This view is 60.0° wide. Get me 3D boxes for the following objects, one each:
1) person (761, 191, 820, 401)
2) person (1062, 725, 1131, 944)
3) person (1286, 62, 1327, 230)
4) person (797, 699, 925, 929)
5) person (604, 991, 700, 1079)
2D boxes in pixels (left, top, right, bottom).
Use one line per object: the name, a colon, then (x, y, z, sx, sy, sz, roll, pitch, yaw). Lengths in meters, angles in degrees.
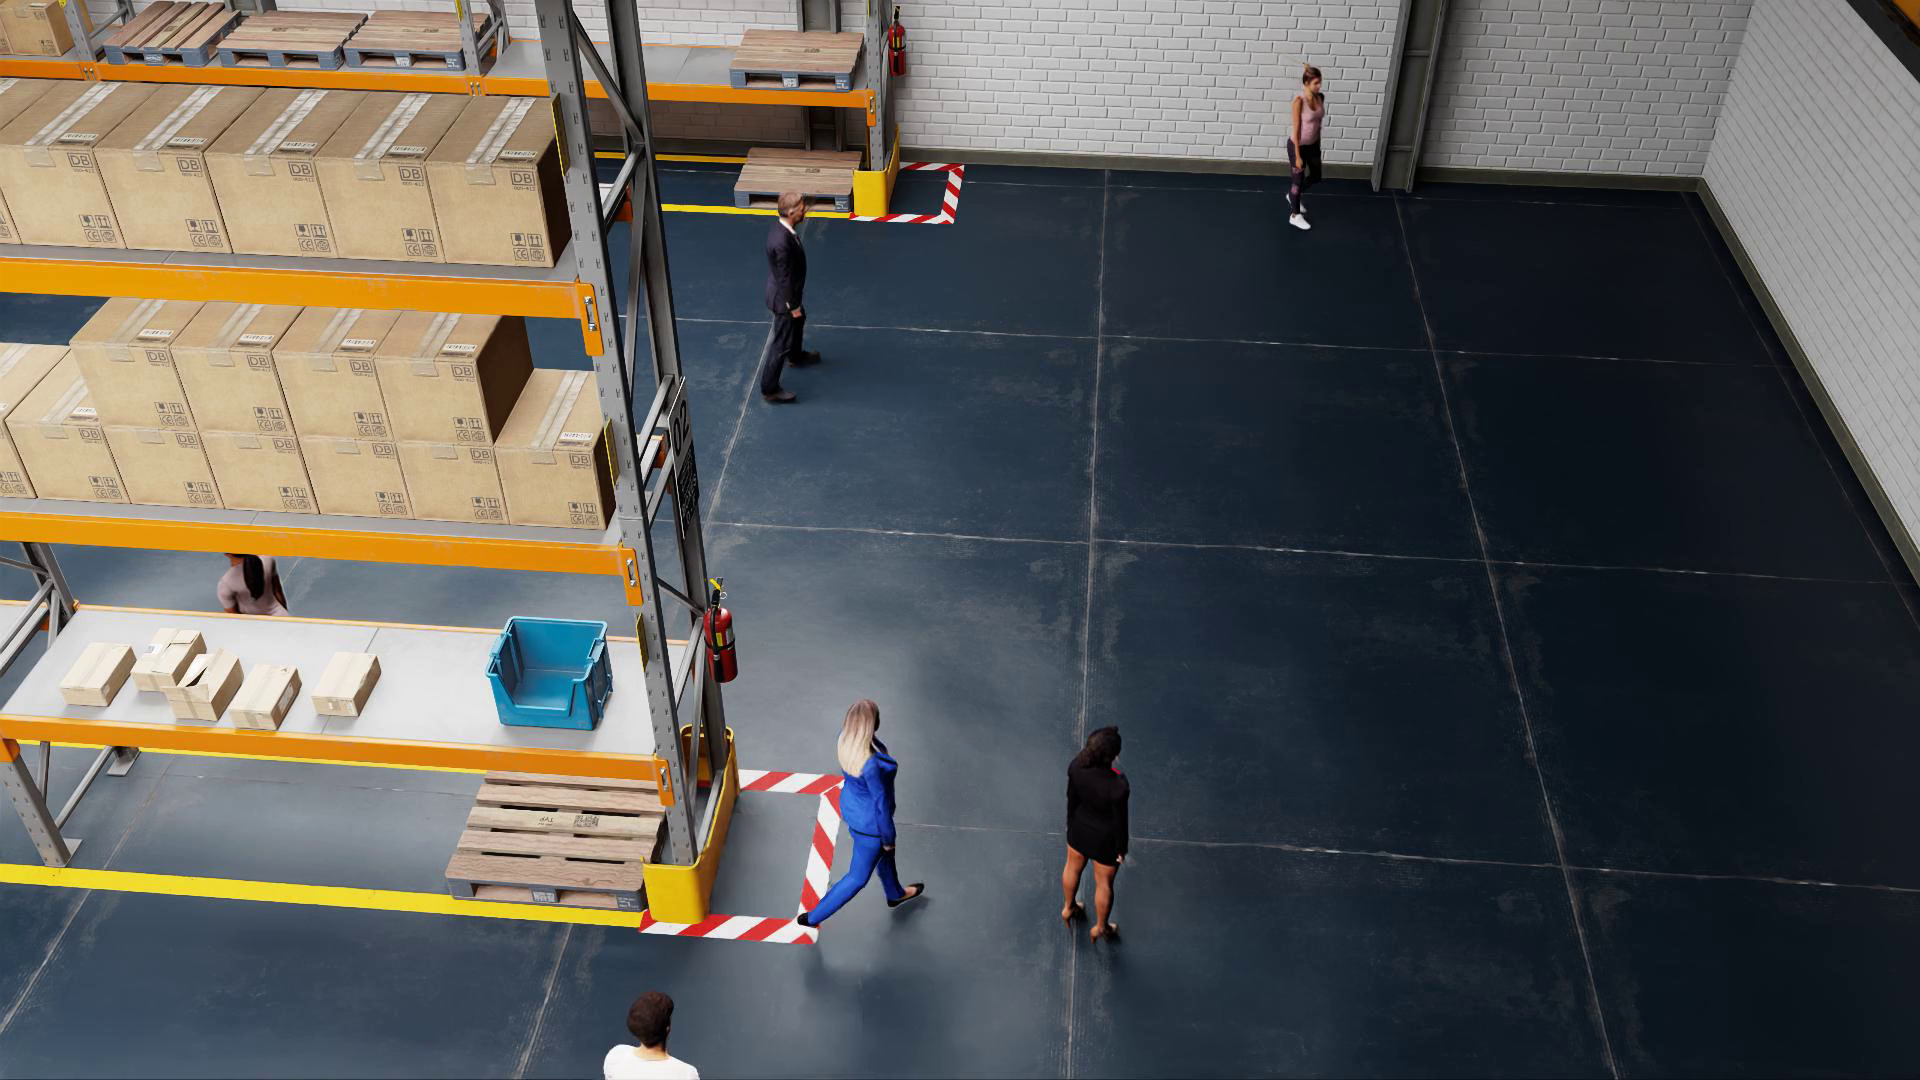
person: (-1.468, -2.105, 14.040, 0.822, 1.778, 0.941, -3, 39, -3)
person: (0.767, 1.674, 9.421, 0.670, 1.637, 0.735, 24, 44, 27)
person: (3.348, -3.906, 16.402, 0.786, 1.644, 0.829, -24, 45, -27)
person: (-0.614, 1.635, 9.447, 1.181, 1.666, 1.025, -17, 42, -20)
person: (-1.478, 2.924, 7.857, 1.213, 1.635, 0.912, 14, 41, 17)
